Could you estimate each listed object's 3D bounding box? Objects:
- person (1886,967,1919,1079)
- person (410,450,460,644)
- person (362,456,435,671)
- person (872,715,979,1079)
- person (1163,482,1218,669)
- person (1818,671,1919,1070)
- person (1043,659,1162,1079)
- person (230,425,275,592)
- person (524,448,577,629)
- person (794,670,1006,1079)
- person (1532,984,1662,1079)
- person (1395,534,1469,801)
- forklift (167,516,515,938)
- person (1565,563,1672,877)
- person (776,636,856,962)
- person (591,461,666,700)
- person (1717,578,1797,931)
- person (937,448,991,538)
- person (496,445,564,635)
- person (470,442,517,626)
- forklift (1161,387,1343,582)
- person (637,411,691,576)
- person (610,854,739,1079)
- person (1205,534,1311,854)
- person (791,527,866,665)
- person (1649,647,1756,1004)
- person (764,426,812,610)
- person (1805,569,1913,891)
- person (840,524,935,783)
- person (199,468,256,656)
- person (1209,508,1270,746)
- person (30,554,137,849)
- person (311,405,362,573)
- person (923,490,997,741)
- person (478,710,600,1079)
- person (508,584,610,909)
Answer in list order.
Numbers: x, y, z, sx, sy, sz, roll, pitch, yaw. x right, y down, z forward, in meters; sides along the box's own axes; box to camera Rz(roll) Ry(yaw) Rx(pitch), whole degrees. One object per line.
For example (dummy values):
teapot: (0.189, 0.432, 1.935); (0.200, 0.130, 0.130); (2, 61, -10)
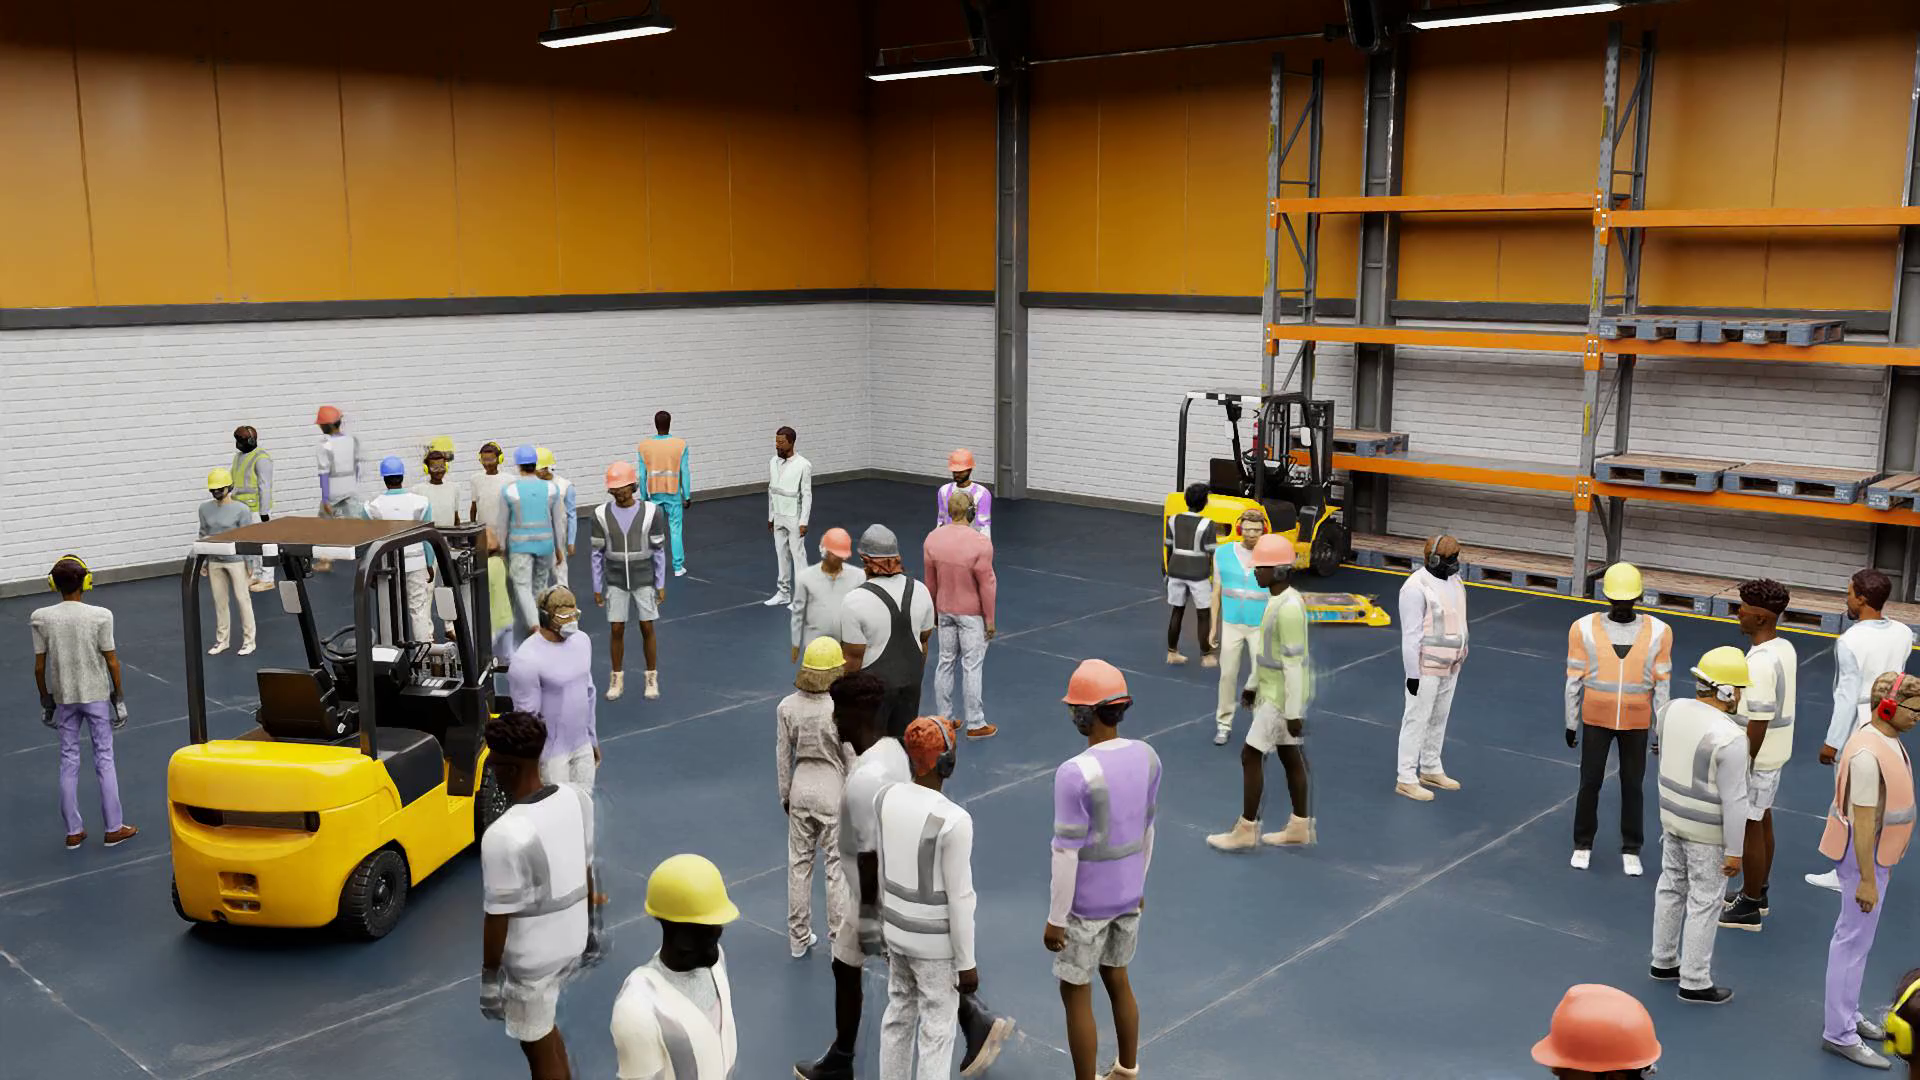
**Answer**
person: (2.560, 2.067, 4.503); (0.537, 1.860, 0.329); (-1, 10, -7)
person: (-4.945, 0.072, 15.815); (0.521, 1.874, 0.328); (-9, 13, -41)
person: (-4.973, 0.225, 14.765); (0.603, 1.939, 0.415); (-4, 11, -21)
person: (-0.141, 1.646, 6.856); (0.349, 1.877, 0.577); (-8, 13, -38)
person: (2.067, 0.314, 14.948); (0.576, 1.692, 0.343); (8, 13, 40)
person: (4.229, 1.503, 7.762); (0.389, 1.838, 0.563); (7, 12, 33)
person: (0.588, 1.515, 7.166); (0.409, 2.029, 0.615); (9, 14, 43)
person: (-7.806, -0.353, 18.356); (0.624, 1.837, 0.429); (9, 13, 41)
person: (-4.087, -0.013, 16.441); (0.591, 1.822, 0.404); (1, 10, 7)
person: (-0.278, 1.527, 7.413); (0.882, 1.925, 0.652); (2, 10, 11)
person: (1.647, 2.065, 4.318); (0.390, 1.925, 0.550); (5, 11, 25)
person: (3.252, 0.865, 11.412); (0.623, 1.835, 0.429); (-9, 13, -41)
forklift: (-3.583, 0.976, 9.748); (1.214, 2.155, 2.313); (2, 10, 11)
person: (3.941, 1.075, 10.002); (0.586, 1.915, 0.396); (3, 10, 17)
person: (-0.724, 1.364, 8.815); (0.493, 1.740, 0.314); (4, 11, 23)
person: (-2.751, 0.346, 13.824); (0.611, 2.033, 0.441); (0, 10, -2)
person: (4.409, 1.180, 9.235); (0.361, 1.965, 0.613); (7, 12, 36)
person: (0.022, 0.103, 15.479); (0.544, 1.930, 0.388); (5, 11, 27)
person: (-4.052, 0.060, 15.773); (0.639, 1.923, 0.886); (-6, 12, -32)
person: (-4.624, -0.042, 16.479); (0.510, 1.870, 0.328); (1, 10, 3)
forklift: (3.298, -0.608, 18.767); (1.214, 2.155, 2.313); (9, 13, 42)
person: (-3.397, -0.529, 19.138); (0.587, 1.911, 0.397); (0, 10, 1)
person: (-0.858, 1.903, 5.236); (0.379, 1.927, 0.590); (3, 10, 15)
person: (1.864, 0.957, 10.371); (0.784, 2.020, 0.623); (2, 10, 9)
person: (-1.008, 0.723, 12.578); (0.576, 1.720, 0.696); (-3, 10, -16)
person: (3.712, 1.420, 8.307); (0.403, 1.817, 0.601); (-2, 10, -13)
person: (-1.788, -0.239, 17.453); (0.590, 1.919, 0.392); (8, 13, 40)
person: (5.280, 1.119, 9.718); (0.587, 1.920, 0.391); (-6, 11, -29)
person: (-0.532, 0.901, 10.613); (0.676, 2.000, 0.536); (-8, 13, -40)
person: (-6.791, 0.204, 15.401); (0.527, 1.760, 0.337); (2, 10, 10)
person: (2.186, 0.656, 12.601); (0.573, 1.834, 0.389); (3, 11, 19)
person: (-5.515, 1.011, 10.458); (0.521, 1.876, 0.325); (-2, 10, -9)
person: (-7.116, -0.562, 19.106); (1.018, 1.990, 0.608); (7, 12, 36)
person: (0.014, 0.573, 12.775); (0.628, 1.940, 0.373); (7, 12, 34)
person: (-1.724, 1.629, 6.721); (0.462, 1.947, 0.651); (4, 11, 20)
person: (-2.242, 1.189, 9.305); (0.375, 1.930, 0.636); (4, 11, 23)
